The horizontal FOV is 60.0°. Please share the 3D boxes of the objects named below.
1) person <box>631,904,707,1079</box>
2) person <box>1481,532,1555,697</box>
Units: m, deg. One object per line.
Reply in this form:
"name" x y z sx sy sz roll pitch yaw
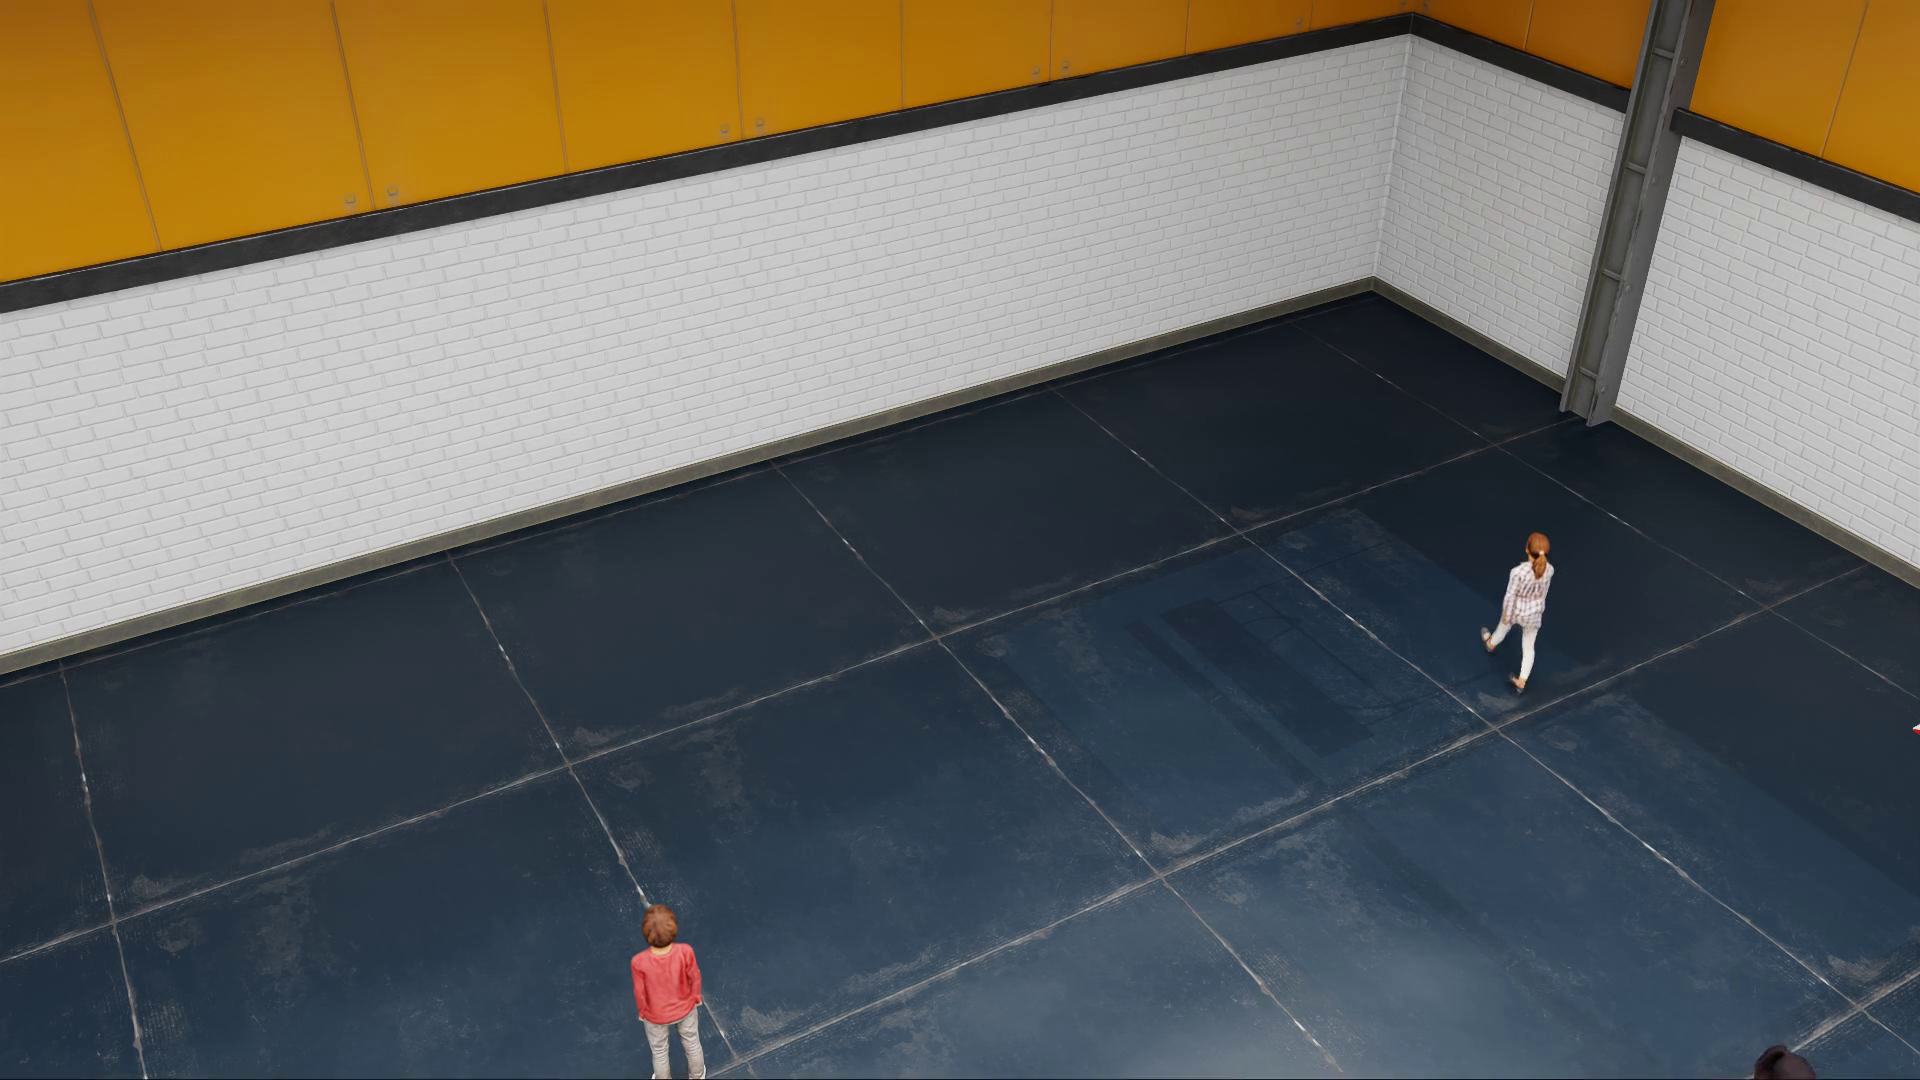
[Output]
"person" -1.593 2.546 9.116 0.549 1.417 0.536 -12 35 -17
"person" 4.179 0.567 12.228 0.782 1.268 1.001 -3 34 -5
